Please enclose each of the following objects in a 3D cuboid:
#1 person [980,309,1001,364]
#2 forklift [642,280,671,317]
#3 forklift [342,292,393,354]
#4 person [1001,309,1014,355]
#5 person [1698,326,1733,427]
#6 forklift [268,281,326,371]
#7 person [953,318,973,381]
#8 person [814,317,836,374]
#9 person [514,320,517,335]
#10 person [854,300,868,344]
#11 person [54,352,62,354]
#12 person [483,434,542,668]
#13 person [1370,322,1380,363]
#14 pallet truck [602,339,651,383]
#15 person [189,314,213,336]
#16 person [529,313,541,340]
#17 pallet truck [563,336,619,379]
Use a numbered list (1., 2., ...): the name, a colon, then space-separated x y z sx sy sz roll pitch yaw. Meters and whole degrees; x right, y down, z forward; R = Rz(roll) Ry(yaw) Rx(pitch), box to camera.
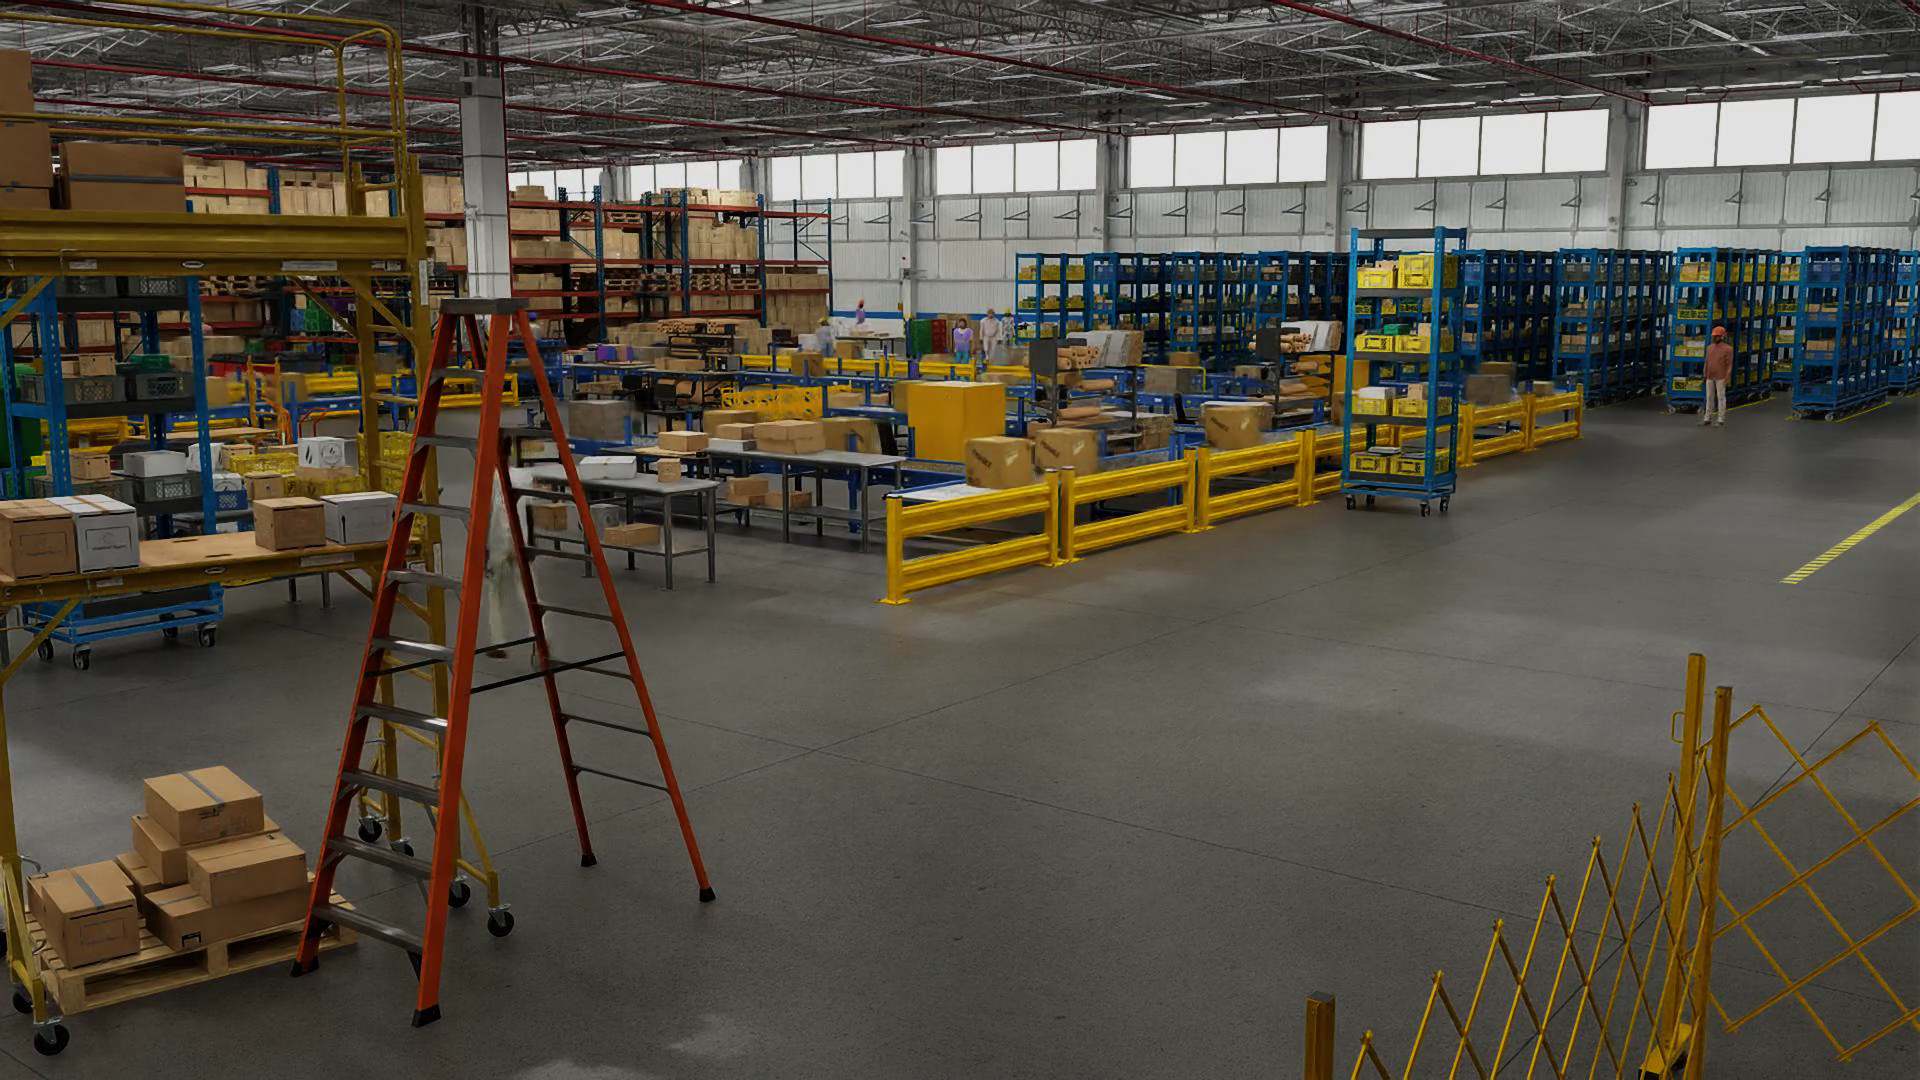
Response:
1. person: 1.001 -6.512 53.802 0.666 1.865 0.939 -1 9 -5
2. forklift: -10.416 -7.565 57.248 1.129 2.768 1.873 2 9 10
3. forklift: -16.485 -5.622 45.120 1.129 2.768 1.873 7 11 37
4. person: 1.782 -7.728 61.841 0.485 1.734 0.346 -2 9 -10
5. person: 14.977 -3.228 32.927 0.375 1.997 0.612 -5 10 -28
6. forklift: -18.608 -5.745 45.890 1.129 2.768 1.873 7 11 37
7. person: 0.077 -5.088 45.008 0.563 1.844 0.389 3 9 16
8. person: -3.883 -5.544 48.036 0.646 1.783 0.485 2 9 12
9. person: -16.107 -7.464 59.649 0.399 1.908 0.643 -4 10 -22
10. person: -4.361 -9.459 72.114 0.549 1.910 0.858 -9 12 -43
11. person: -32.542 -7.449 59.998 0.540 1.755 0.459 7 11 36
12. person: -3.474 0.066 12.835 0.519 1.847 0.815 -6 11 -33
13. person: 10.467 -4.663 42.410 0.587 1.828 0.404 -4 10 -24
14. pallet truck: -8.991 -4.871 45.351 0.653 1.274 1.630 7 11 37
15. person: -21.066 -5.325 46.286 0.641 1.913 0.407 -1 9 -4
16. person: -12.374 -5.636 48.264 0.618 1.892 0.996 3 10 21
17. pallet truck: -10.690 -5.294 48.215 1.601 1.201 0.680 -5 10 -26
